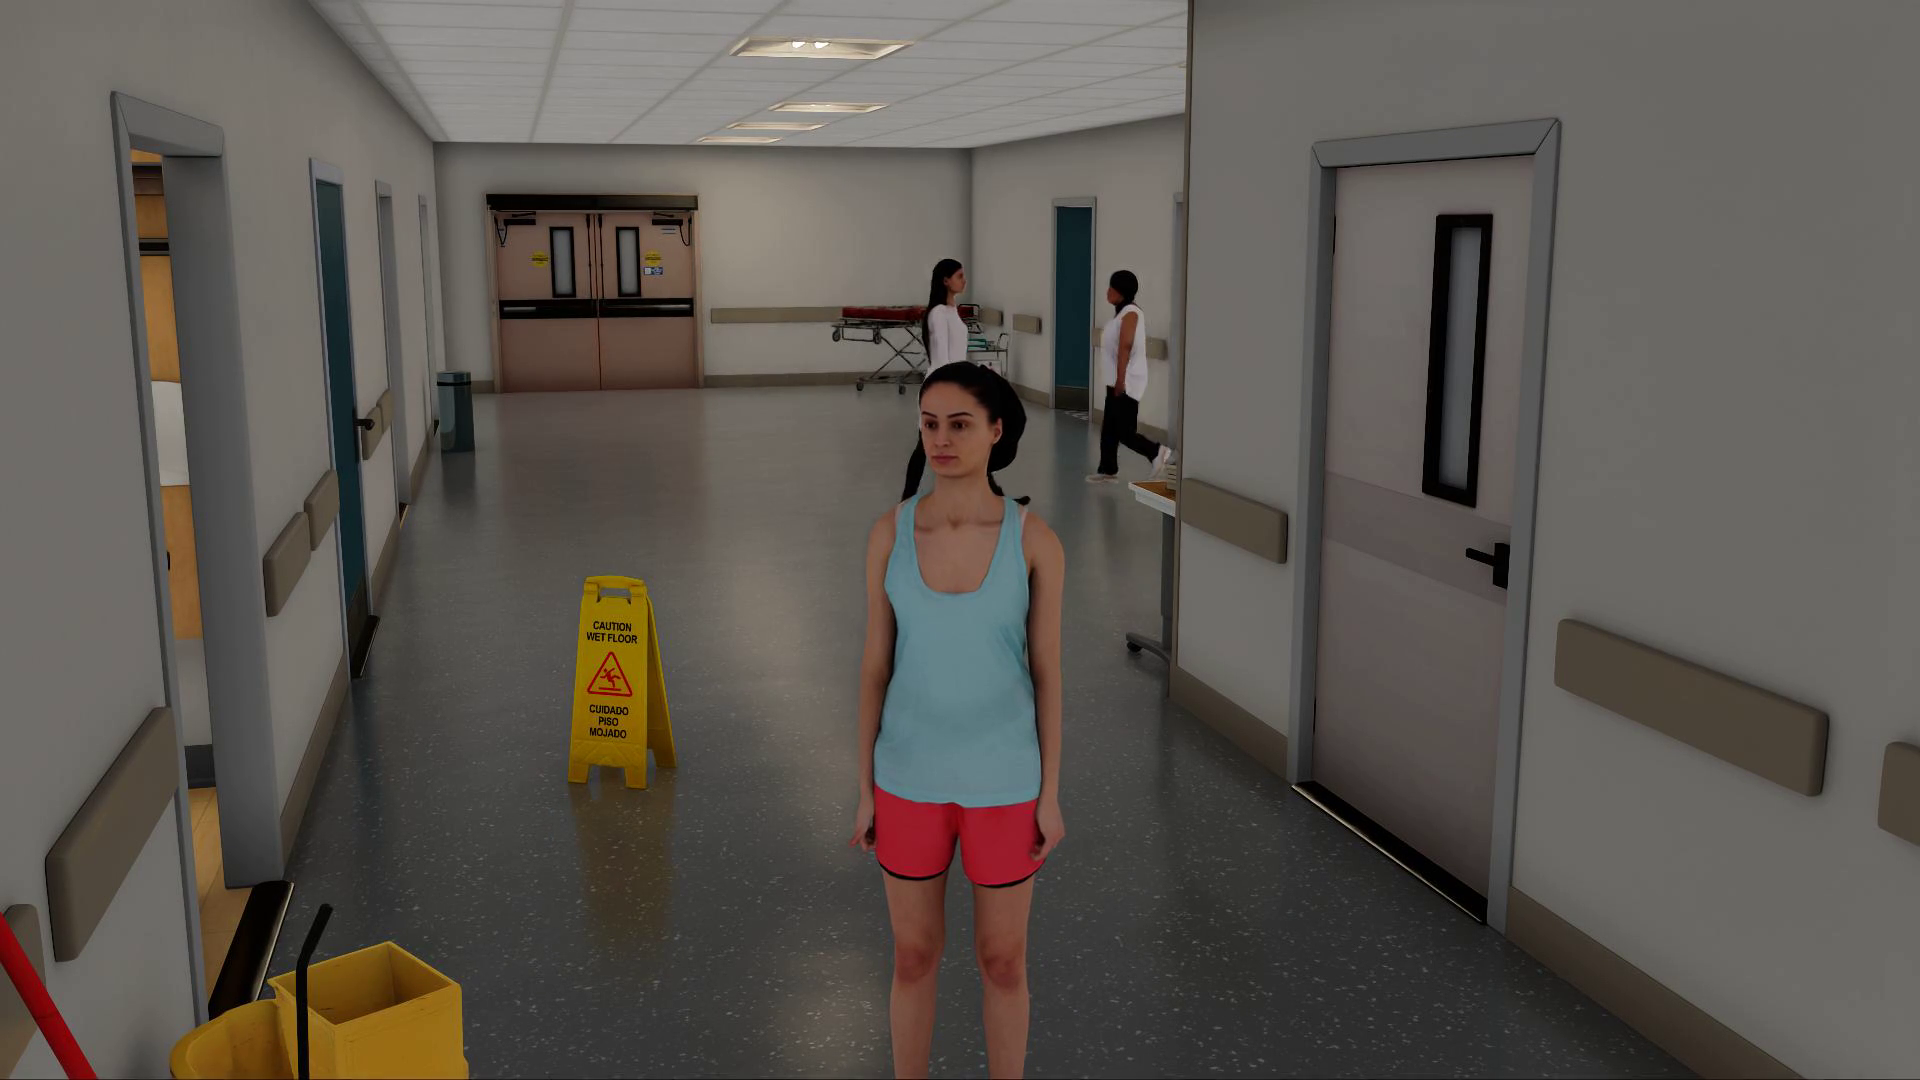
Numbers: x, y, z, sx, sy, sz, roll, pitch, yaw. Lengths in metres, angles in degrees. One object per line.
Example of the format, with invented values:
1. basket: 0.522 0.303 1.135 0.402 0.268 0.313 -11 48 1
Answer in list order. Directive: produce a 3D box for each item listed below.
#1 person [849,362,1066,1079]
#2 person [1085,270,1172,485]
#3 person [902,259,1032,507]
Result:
1. person: 0.002 0.514 3.429 0.682 1.764 0.692 2 11 12
2. person: 1.317 -1.239 12.919 0.916 1.670 0.951 2 11 8
3. person: -0.193 -0.953 11.160 1.084 1.764 1.148 3 11 17
